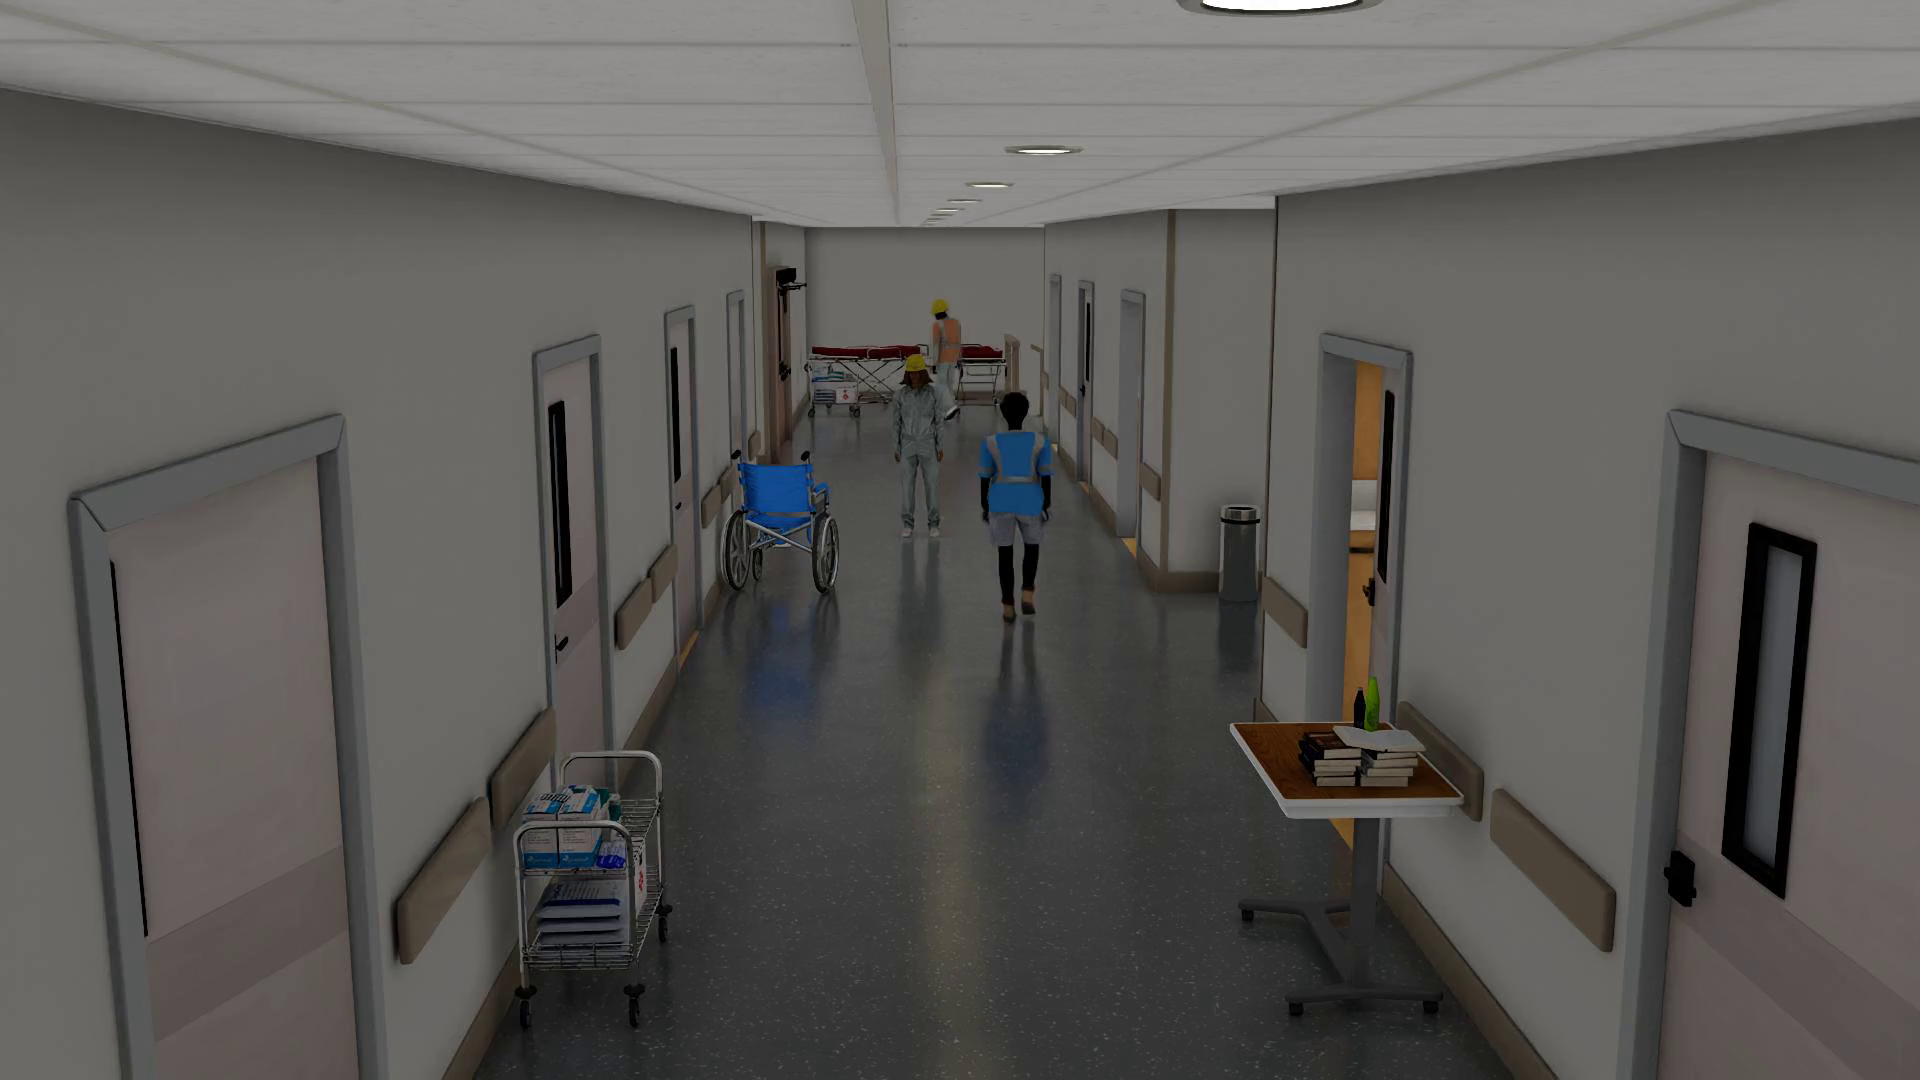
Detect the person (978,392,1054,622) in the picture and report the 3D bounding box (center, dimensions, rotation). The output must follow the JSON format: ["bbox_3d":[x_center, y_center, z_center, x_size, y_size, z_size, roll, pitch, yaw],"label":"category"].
[{"bbox_3d":[0.404,-0.239,12.156,0.554,1.682,0.369,0,10,1],"label":"person"}]

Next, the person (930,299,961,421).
[{"bbox_3d":[-0.139,-2.815,25.969,0.727,1.892,0.698,-9,13,-39],"label":"person"}]

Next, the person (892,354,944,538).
[{"bbox_3d":[-0.393,-0.872,15.580,0.486,1.736,0.318,1,10,4],"label":"person"}]
